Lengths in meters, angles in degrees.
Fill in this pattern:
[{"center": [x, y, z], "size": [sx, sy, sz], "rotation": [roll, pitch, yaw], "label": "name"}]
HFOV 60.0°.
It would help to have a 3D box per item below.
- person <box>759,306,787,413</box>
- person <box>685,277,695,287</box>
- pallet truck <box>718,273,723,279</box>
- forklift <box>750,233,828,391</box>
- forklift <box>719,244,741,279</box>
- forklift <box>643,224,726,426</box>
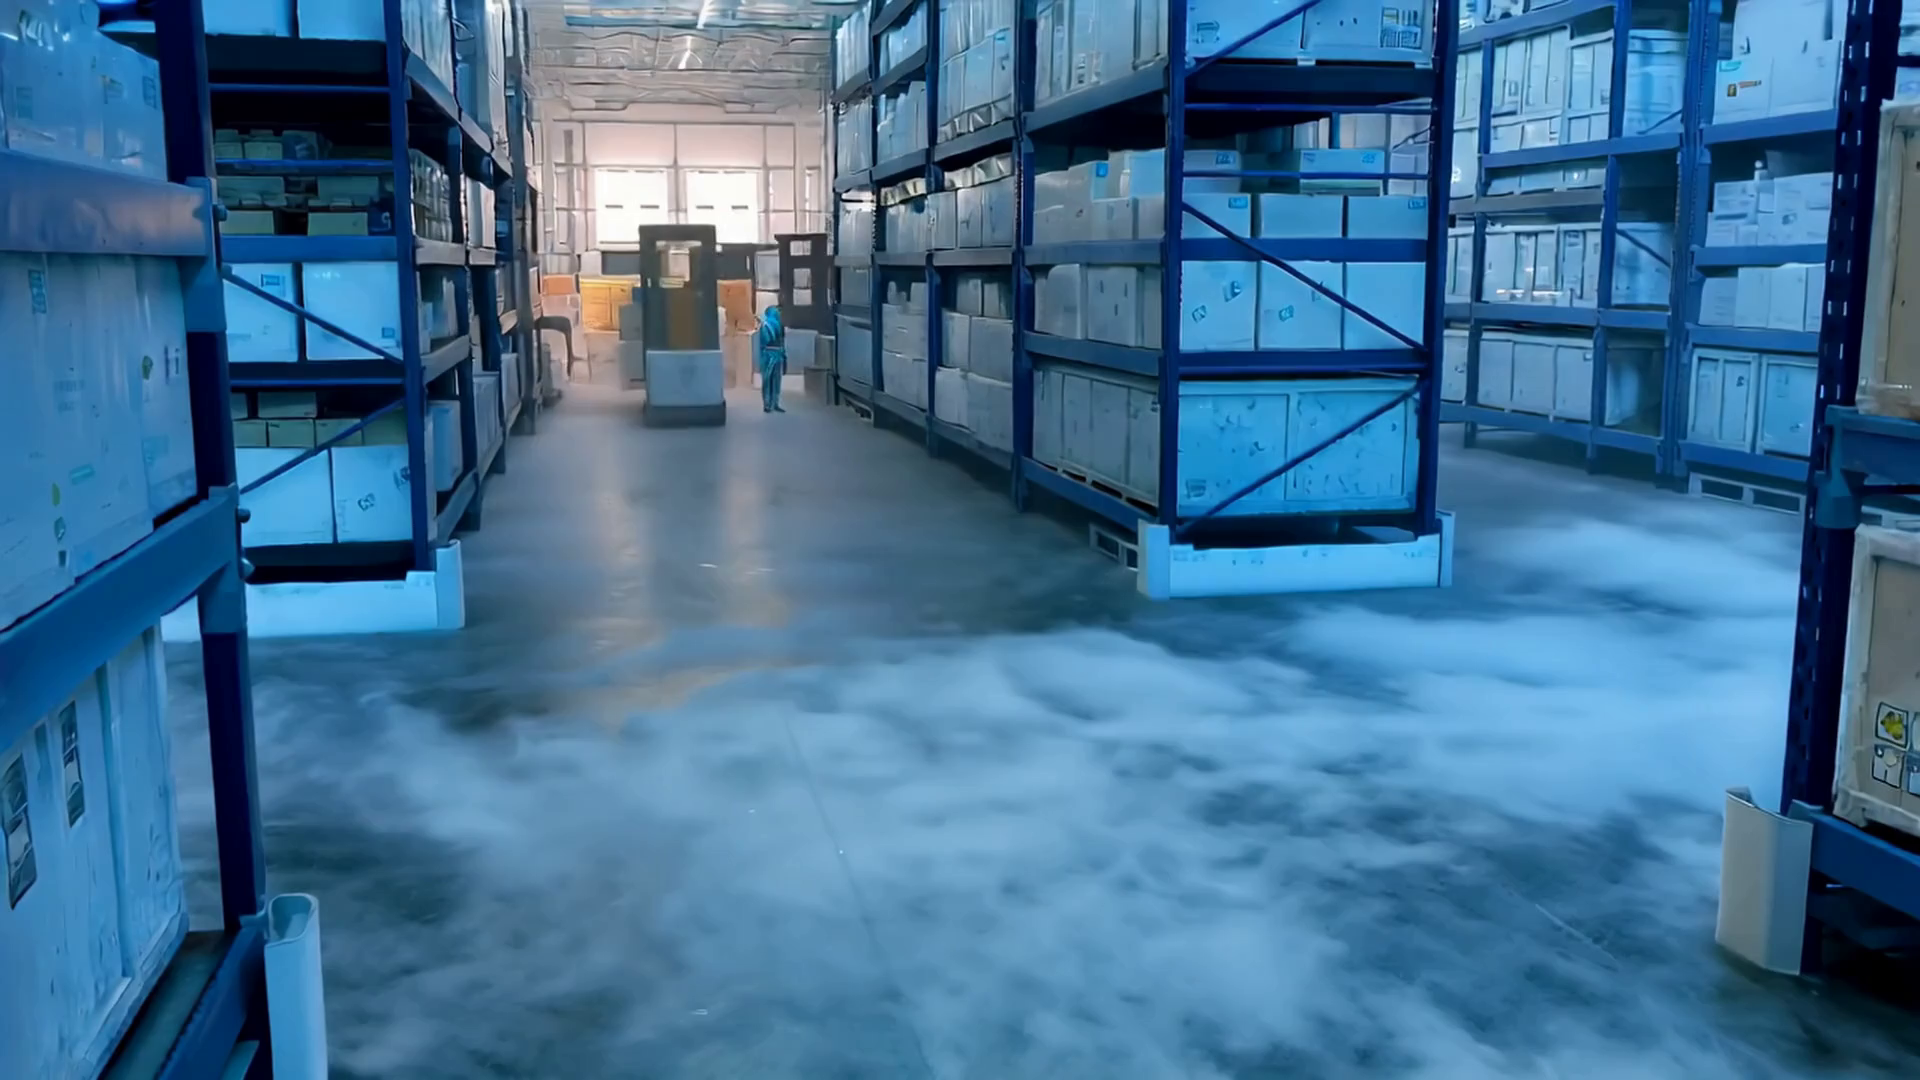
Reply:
[{"center": [-2.854, -2.754, 25.385], "size": [0.310, 1.638, 0.522], "rotation": [7, 12, 38], "label": "person"}, {"center": [-8.125, -7.007, 50.487], "size": [0.509, 1.932, 0.669], "rotation": [-9, 13, -43], "label": "person"}, {"center": [-8.580, -8.986, 62.280], "size": [1.885, 1.965, 0.823], "rotation": [1, 9, 5], "label": "pallet truck"}, {"center": [-2.861, -4.159, 30.173], "size": [1.129, 2.768, 1.873], "rotation": [6, 11, 32], "label": "forklift"}, {"center": [-6.091, -6.487, 44.366], "size": [1.873, 2.768, 1.129], "rotation": [-3, 10, -20], "label": "forklift"}, {"center": [-3.951, -3.080, 23.599], "size": [1.129, 2.768, 1.873], "rotation": [-2, 10, -12], "label": "forklift"}]
